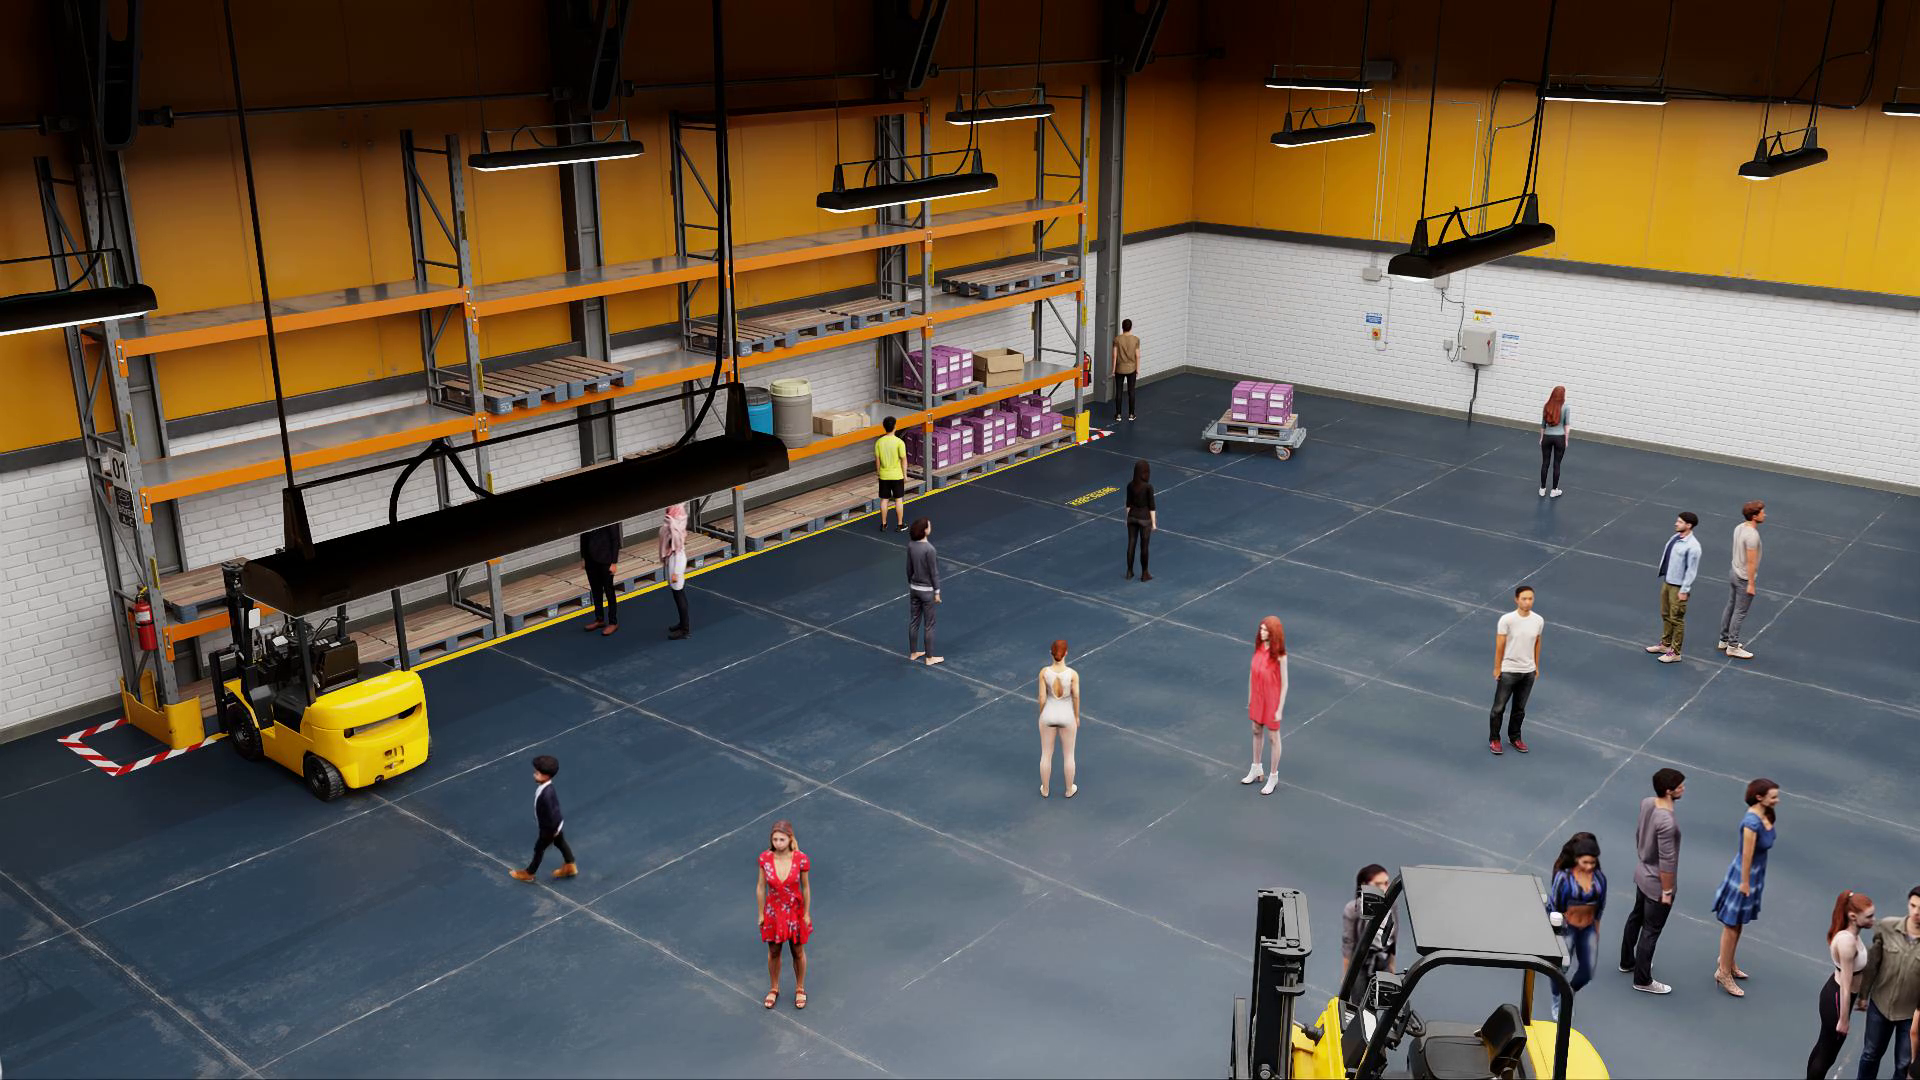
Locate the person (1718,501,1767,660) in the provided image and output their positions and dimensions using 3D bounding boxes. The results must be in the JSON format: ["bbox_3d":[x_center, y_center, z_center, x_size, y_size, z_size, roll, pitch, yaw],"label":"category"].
[{"bbox_3d":[9.233,0.437,19.613,0.807,1.899,0.705,1,19,4],"label":"person"}]

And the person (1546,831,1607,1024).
[{"bbox_3d":[4.645,2.930,12.656,0.757,1.613,0.808,-1,19,-2],"label":"person"}]

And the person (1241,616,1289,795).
[{"bbox_3d":[3.009,1.596,16.286,0.612,1.826,0.646,-11,22,-30],"label":"person"}]

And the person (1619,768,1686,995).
[{"bbox_3d":[5.472,2.650,13.110,0.802,1.854,0.713,0,19,0],"label":"person"}]

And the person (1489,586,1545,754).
[{"bbox_3d":[5.732,1.317,17.147,0.695,1.804,0.769,-3,19,-8],"label":"person"}]

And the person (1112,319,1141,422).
[{"bbox_3d":[3.009,-3.097,30.178,0.747,1.852,0.771,1,19,4],"label":"person"}]

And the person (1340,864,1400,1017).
[{"bbox_3d":[2.945,3.099,12.055,0.673,1.678,0.775,-8,20,-21],"label":"person"}]

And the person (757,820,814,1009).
[{"bbox_3d":[-1.344,2.876,12.851,0.666,1.592,0.707,1,19,3],"label":"person"}]

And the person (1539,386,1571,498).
[{"bbox_3d":[9.180,-1.533,25.707,0.597,1.743,0.572,12,22,31],"label":"person"}]

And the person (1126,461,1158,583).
[{"bbox_3d":[2.385,-0.260,22.085,0.603,1.642,0.549,10,21,28],"label":"person"}]

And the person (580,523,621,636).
[{"bbox_3d":[-4.389,0.217,20.291,0.746,1.883,0.627,10,21,26],"label":"person"}]

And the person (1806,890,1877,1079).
[{"bbox_3d":[6.101,3.229,11.569,0.681,1.742,0.513,11,21,28],"label":"person"}]

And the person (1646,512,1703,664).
[{"bbox_3d":[8.399,0.532,19.467,0.809,1.811,0.738,-1,19,-2],"label":"person"}]

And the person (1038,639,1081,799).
[{"bbox_3d":[0.955,1.731,16.170,0.621,1.644,0.638,2,19,7],"label":"person"}]

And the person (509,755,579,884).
[{"bbox_3d":[-3.570,2.463,14.693,0.871,1.199,0.785,-3,19,-9],"label":"person"}]

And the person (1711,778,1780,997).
[{"bbox_3d":[6.187,2.692,13.062,0.751,1.805,0.548,12,22,32],"label":"person"}]

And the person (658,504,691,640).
[{"bbox_3d":[-3.432,0.316,20.121,0.790,1.803,0.732,-2,19,-5],"label":"person"}]

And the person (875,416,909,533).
[{"bbox_3d":[-0.992,-0.957,24.052,0.699,1.708,0.693,4,19,12],"label":"person"}]

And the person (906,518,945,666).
[{"bbox_3d":[-0.429,0.582,19.387,0.601,1.768,0.507,15,24,38],"label":"person"}]

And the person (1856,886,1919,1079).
[{"bbox_3d":[6.481,3.205,11.446,0.619,1.864,0.720,-17,25,-41],"label":"person"}]
